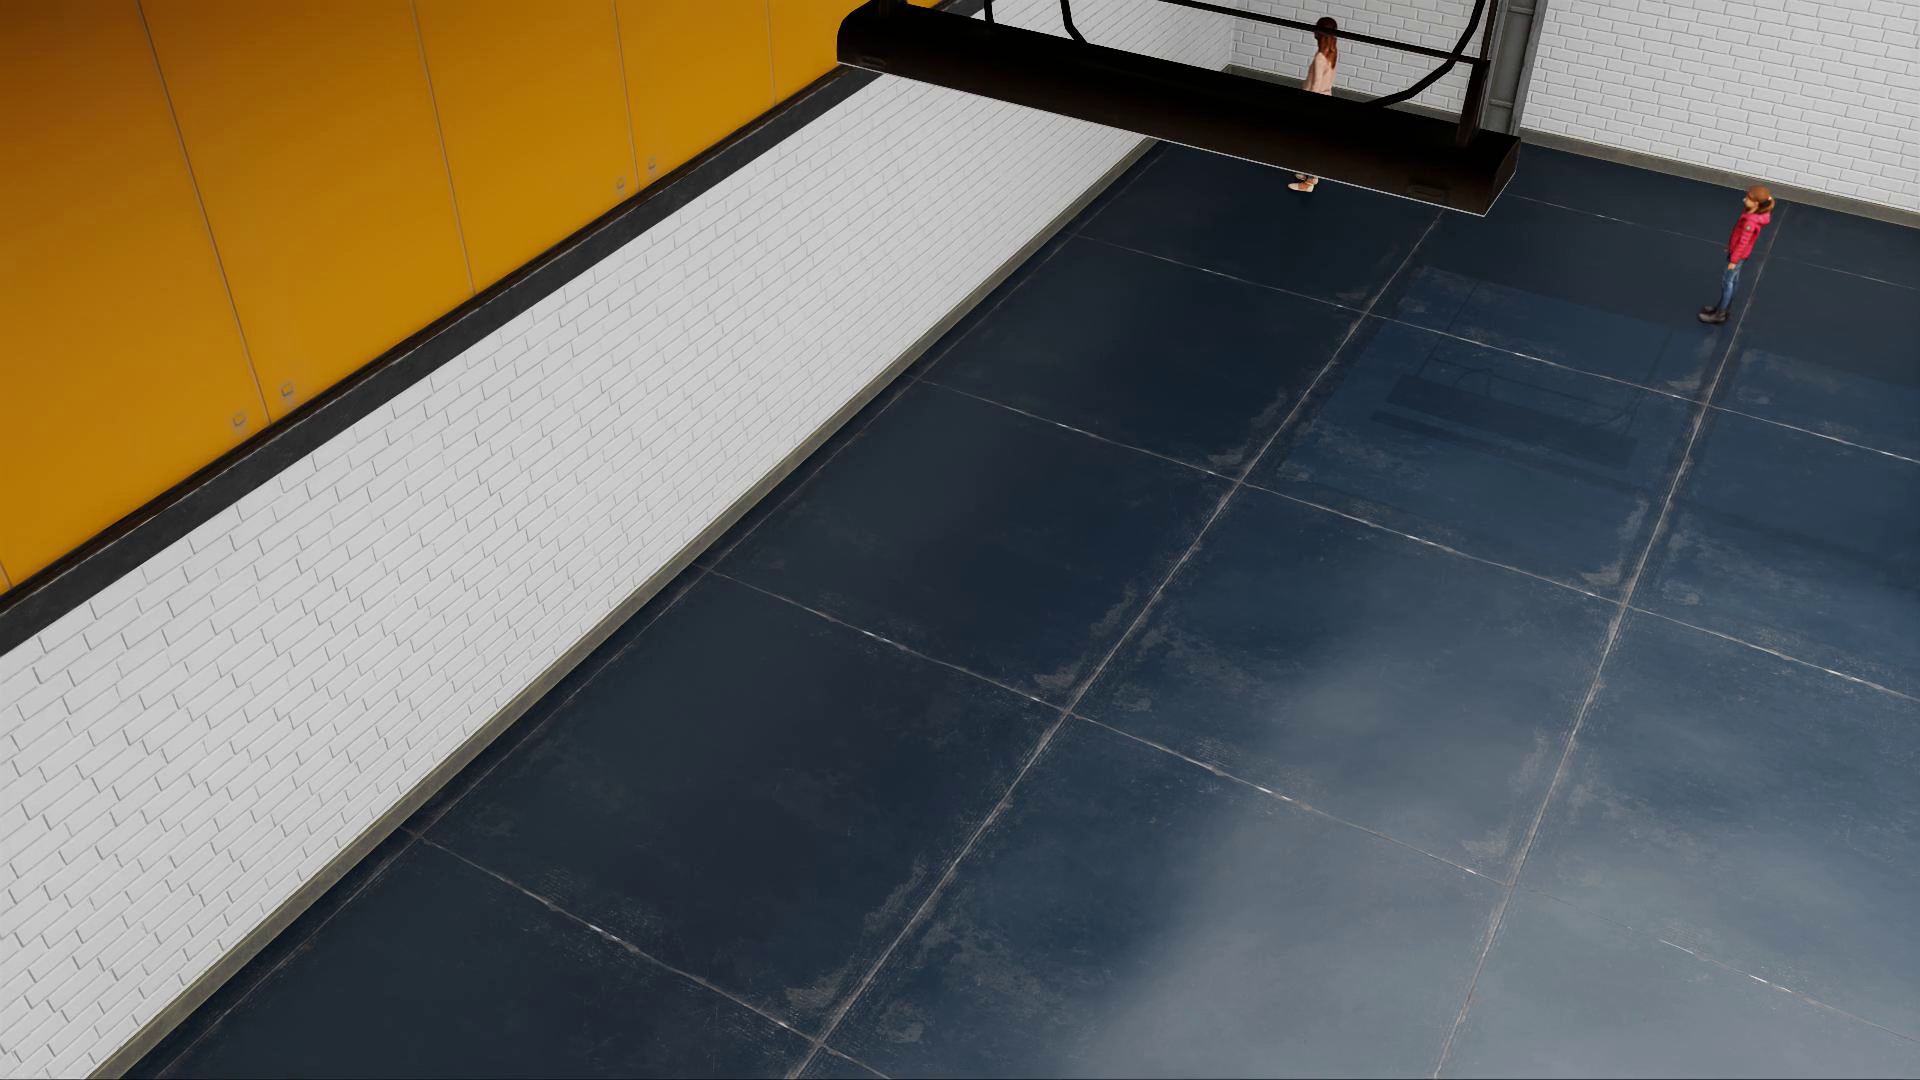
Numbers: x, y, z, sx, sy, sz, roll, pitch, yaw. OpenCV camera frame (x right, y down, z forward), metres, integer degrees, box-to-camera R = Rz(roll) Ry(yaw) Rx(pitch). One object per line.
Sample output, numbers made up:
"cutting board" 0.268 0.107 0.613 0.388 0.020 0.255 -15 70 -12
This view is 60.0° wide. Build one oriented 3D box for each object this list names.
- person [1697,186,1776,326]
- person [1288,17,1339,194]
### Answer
"person" 6.950 -2.544 14.780 0.530 1.314 0.511 20 43 23
"person" 3.587 -4.364 16.675 0.525 1.792 0.593 17 42 21
